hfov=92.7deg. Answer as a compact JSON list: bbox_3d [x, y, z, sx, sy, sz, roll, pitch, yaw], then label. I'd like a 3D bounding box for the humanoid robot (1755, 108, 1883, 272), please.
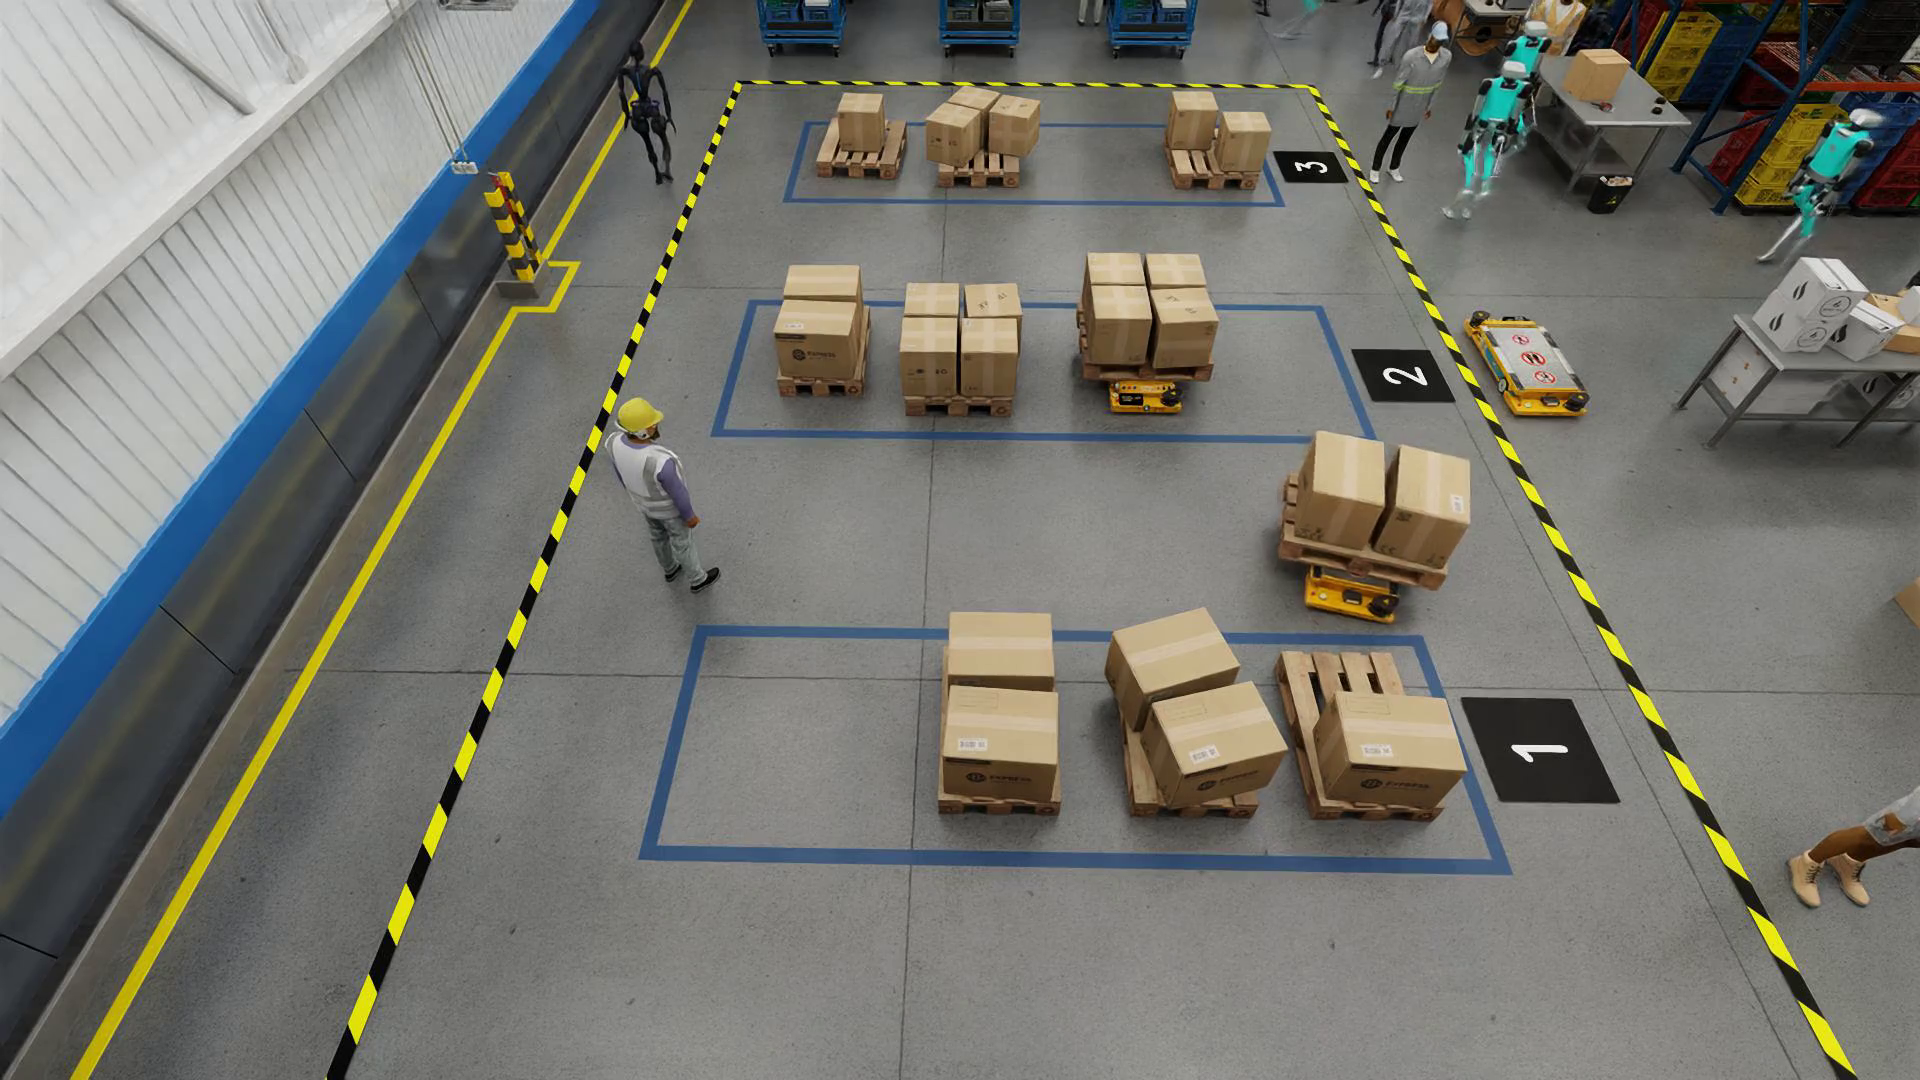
[{"bbox_3d":[9.190,-3.662,9.796,0.742,1.880,0.540,-9,50,-8],"label":"humanoid robot"}]

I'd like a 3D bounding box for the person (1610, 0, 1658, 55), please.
[{"bbox_3d":[10.237,-8.213,13.553,0.392,1.916,0.589,-32,56,-25],"label":"person"}]

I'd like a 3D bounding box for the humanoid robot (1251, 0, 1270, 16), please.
[{"bbox_3d":[4.985,-9.444,14.789,0.589,1.635,0.675,-25,54,-20],"label":"humanoid robot"}]

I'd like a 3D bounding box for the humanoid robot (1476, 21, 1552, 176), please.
[{"bbox_3d":[6.692,-5.252,11.096,0.567,1.752,0.860,-5,49,-5],"label":"humanoid robot"}]

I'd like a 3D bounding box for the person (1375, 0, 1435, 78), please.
[{"bbox_3d":[6.414,-7.459,13.014,0.491,1.740,0.321,17,51,14],"label":"person"}]

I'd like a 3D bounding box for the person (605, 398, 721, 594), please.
[{"bbox_3d":[-2.192,-0.304,6.764,0.598,1.827,0.403,23,53,19],"label":"person"}]

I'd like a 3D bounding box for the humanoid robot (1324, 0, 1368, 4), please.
[{"bbox_3d":[6.588,-9.699,15.017,0.754,1.633,0.601,0,49,0],"label":"humanoid robot"}]

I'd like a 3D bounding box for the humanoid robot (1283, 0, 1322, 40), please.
[{"bbox_3d":[5.300,-8.447,13.808,0.754,1.689,0.541,9,50,8],"label":"humanoid robot"}]

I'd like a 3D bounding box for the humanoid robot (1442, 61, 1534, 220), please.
[{"bbox_3d":[5.885,-4.362,10.248,0.533,1.677,0.735,11,50,10],"label":"humanoid robot"}]

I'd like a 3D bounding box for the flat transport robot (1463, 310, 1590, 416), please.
[{"bbox_3d":[5.573,-1.757,9.054,0.659,0.231,1.431,1,49,1],"label":"flat transport robot"}]

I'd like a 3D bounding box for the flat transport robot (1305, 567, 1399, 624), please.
[{"bbox_3d":[3.219,0.009,7.507,0.652,0.197,1.431,13,50,11],"label":"flat transport robot"}]

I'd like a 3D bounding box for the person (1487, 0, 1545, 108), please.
[{"bbox_3d":[7.882,-6.846,12.465,0.683,1.785,0.631,26,54,21],"label":"person"}]

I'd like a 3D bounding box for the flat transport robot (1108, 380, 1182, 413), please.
[{"bbox_3d":[1.773,-1.807,9.079,0.652,0.197,1.431,1,49,1],"label":"flat transport robot"}]

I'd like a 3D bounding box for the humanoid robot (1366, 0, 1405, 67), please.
[{"bbox_3d":[6.413,-7.863,13.420,0.589,1.646,0.477,0,49,0],"label":"humanoid robot"}]

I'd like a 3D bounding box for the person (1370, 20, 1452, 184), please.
[{"bbox_3d":[5.421,-5.226,11.010,0.589,1.852,0.365,-4,49,-4],"label":"person"}]

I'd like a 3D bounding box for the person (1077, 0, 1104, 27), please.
[{"bbox_3d":[2.136,-9.031,14.318,0.566,1.833,0.389,-1,49,-1],"label":"person"}]

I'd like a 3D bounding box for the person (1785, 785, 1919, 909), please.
[{"bbox_3d":[5.489,1.522,5.050,0.604,2.034,0.392,1,49,1],"label":"person"}]

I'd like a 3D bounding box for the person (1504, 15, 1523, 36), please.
[{"bbox_3d":[8.933,-8.851,14.023,0.613,2.040,0.390,-23,53,-18],"label":"person"}]

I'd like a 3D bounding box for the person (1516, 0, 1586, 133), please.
[{"bbox_3d":[7.543,-6.284,11.870,0.550,1.934,0.371,18,51,15],"label":"person"}]

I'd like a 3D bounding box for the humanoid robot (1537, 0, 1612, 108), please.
[{"bbox_3d":[8.247,-6.479,12.215,0.333,1.659,0.591,3,49,3],"label":"humanoid robot"}]

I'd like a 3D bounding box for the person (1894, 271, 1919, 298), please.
[{"bbox_3d":[10.359,-3.174,9.248,0.333,1.836,0.503,-30,55,-23],"label":"person"}]

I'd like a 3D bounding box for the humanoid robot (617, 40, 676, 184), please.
[{"bbox_3d":[-3.761,-5.073,10.995,0.616,1.644,0.439,-6,49,-5],"label":"humanoid robot"}]
